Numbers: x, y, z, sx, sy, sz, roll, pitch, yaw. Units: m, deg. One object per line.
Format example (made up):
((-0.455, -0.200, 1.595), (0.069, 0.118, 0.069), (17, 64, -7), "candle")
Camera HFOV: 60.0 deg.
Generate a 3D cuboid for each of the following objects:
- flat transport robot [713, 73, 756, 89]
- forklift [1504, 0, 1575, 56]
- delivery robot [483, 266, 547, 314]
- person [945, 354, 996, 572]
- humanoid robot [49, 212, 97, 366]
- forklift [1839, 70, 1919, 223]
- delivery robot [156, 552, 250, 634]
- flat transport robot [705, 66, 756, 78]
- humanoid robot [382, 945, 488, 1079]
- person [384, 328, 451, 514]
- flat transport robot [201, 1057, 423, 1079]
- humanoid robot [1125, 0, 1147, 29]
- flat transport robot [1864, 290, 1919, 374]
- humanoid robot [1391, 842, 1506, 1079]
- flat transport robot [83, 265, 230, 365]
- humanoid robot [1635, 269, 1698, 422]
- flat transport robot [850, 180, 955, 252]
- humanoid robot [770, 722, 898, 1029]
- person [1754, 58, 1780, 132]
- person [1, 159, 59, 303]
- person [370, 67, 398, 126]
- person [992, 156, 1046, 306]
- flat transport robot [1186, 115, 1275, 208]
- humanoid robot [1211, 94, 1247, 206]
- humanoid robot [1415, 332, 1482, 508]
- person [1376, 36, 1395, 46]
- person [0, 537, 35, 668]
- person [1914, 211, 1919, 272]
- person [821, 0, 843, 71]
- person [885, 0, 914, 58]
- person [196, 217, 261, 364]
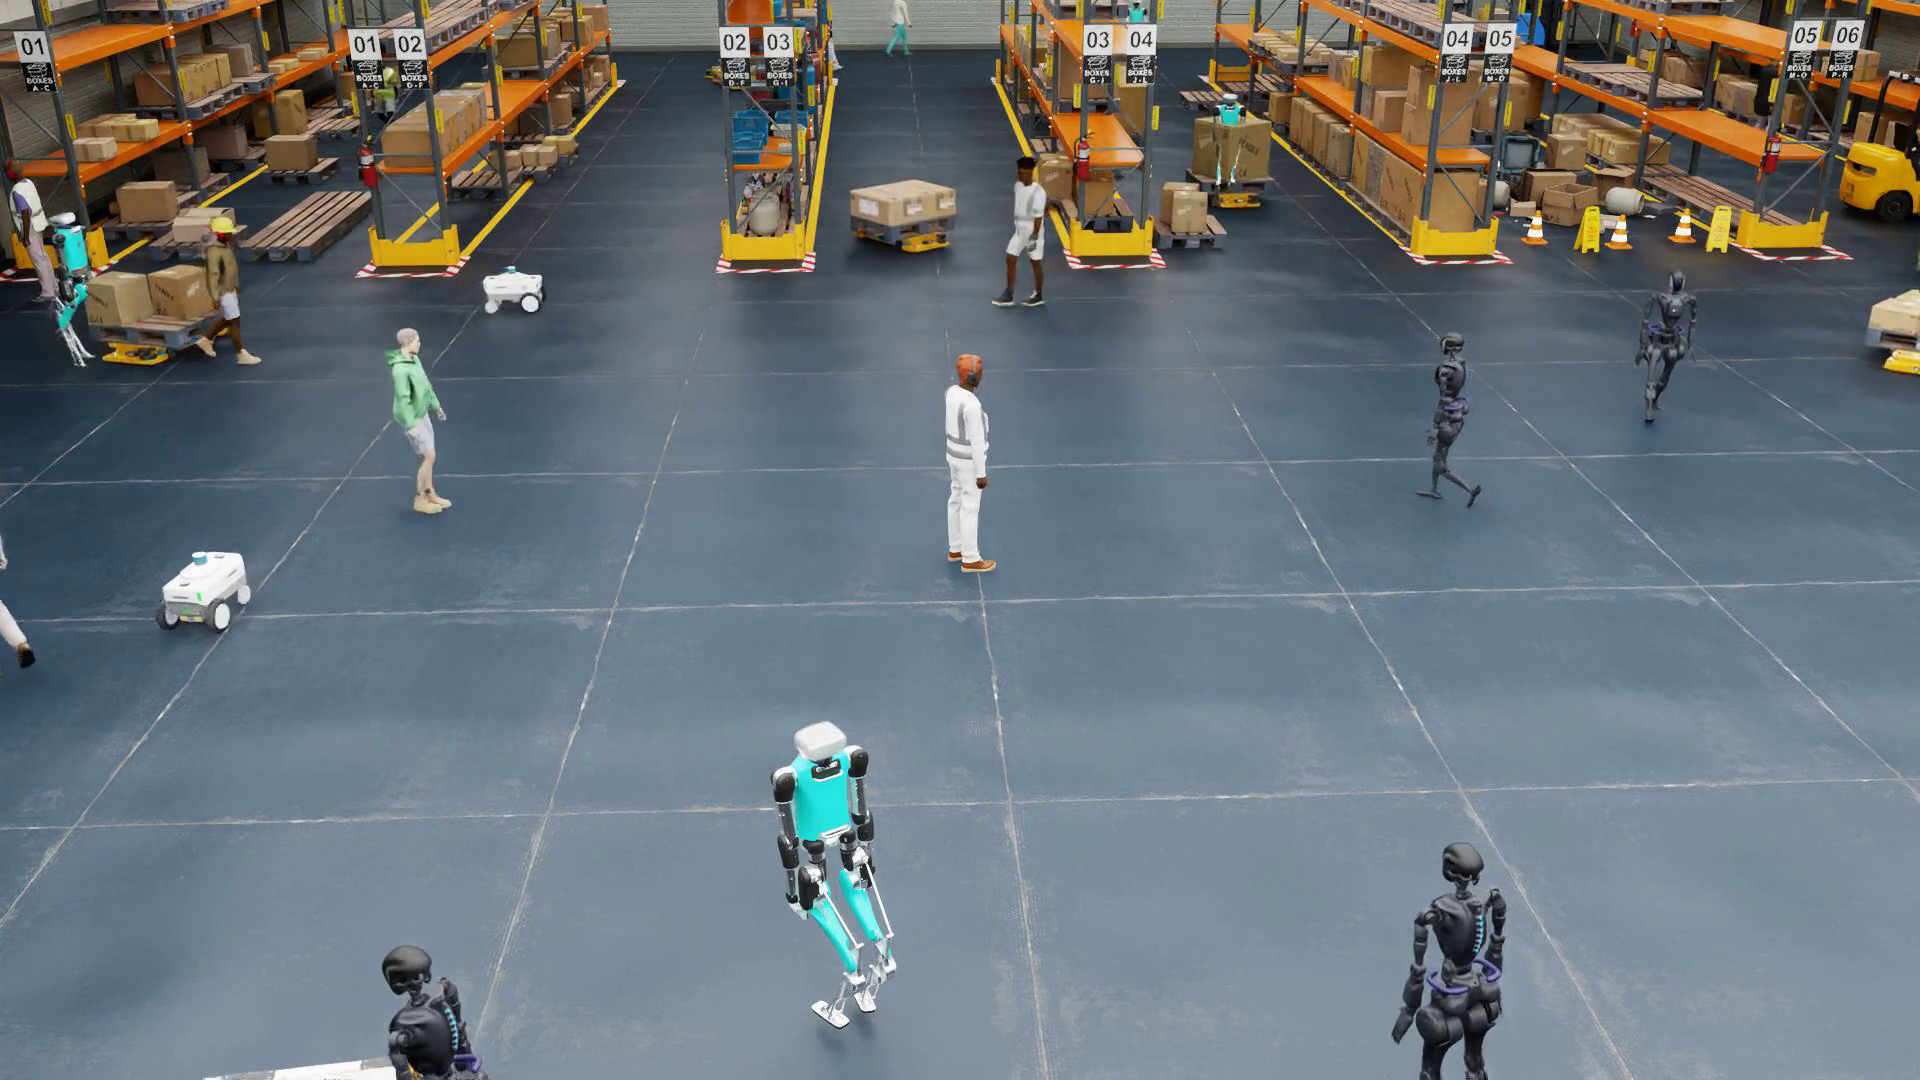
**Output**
((-5.131, -10.522, 38.115), (0.659, 0.231, 1.431), (-12, 27, -24), "flat transport robot")
((14.700, -13.805, 42.301), (1.873, 2.768, 1.129), (-1, 24, -2), "forklift")
((-5.707, -3.205, 21.320), (0.791, 0.592, 0.499), (-2, 24, -4), "delivery robot")
((0.070, -0.647, 13.941), (0.356, 1.884, 0.574), (-11, 26, -22), "person")
((-10.304, -2.864, 19.115), (0.685, 1.812, 0.535), (3, 24, 7), "humanoid robot")
((15.132, -6.143, 25.915), (2.313, 2.155, 1.214), (-1, 24, -2), "forklift")
((-6.009, 0.379, 13.258), (0.499, 0.585, 0.765), (3, 24, 6), "delivery robot")
((-5.280, -11.040, 39.280), (1.431, 0.231, 0.659), (-1, 24, -2), "flat transport robot")
((-2.186, 2.477, 7.179), (0.474, 1.635, 0.615), (3, 24, 7), "humanoid robot")
((-4.910, -1.074, 15.092), (0.431, 1.726, 0.497), (0, 24, 0), "person")
((-3.253, 2.861, 8.045), (1.431, 0.231, 0.659), (-4, 24, -9), "flat transport robot")
((4.152, -11.667, 38.897), (0.549, 1.770, 0.799), (-2, 24, -4), "humanoid robot")
((11.273, -2.200, 19.415), (0.659, 0.231, 1.431), (15, 28, 31), "flat transport robot")
((2.358, 2.178, 7.863), (0.617, 1.639, 0.397), (-12, 26, -24), "humanoid robot")
((-9.466, -2.390, 19.843), (0.659, 0.231, 1.431), (6, 25, 13), "flat transport robot")
((7.406, -2.047, 17.413), (0.600, 1.632, 0.805), (2, 24, 4), "humanoid robot")
((-0.861, -4.509, 24.604), (0.659, 0.231, 1.431), (-19, 30, -36), "flat transport robot")
((-0.576, 1.788, 8.491), (0.533, 1.673, 0.735), (-14, 28, -29), "humanoid robot")
((14.882, -8.041, 30.600), (0.479, 1.844, 0.563), (-4, 24, -9), "person")
((-12.014, -4.003, 21.533), (0.373, 1.838, 0.568), (-6, 25, -13), "person")
((-10.966, -8.460, 31.736), (0.537, 1.676, 0.622), (-1, 24, -2), "person")
((0.755, -3.898, 21.174), (0.818, 1.936, 0.639), (-15, 28, -31), "person")
((4.393, -5.673, 27.220), (0.659, 0.231, 1.431), (-3, 24, -7), "flat transport robot")
((4.264, -6.138, 26.520), (0.544, 1.845, 0.656), (4, 24, 10), "humanoid robot")
((4.567, -1.109, 15.250), (0.642, 1.629, 0.603), (14, 27, 28), "humanoid robot")
((10.835, -13.005, 41.881), (0.896, 1.753, 0.659), (0, 24, 1), "person")
((-7.253, 0.180, 12.113), (0.550, 1.868, 0.601), (11, 26, 23), "person")
((13.616, -4.571, 22.991), (0.859, 1.677, 0.482), (-13, 27, -27), "person")
((-3.254, -12.226, 40.046), (0.563, 1.806, 0.975), (-22, 32, -40), "person")
((-1.556, -13.105, 42.115), (0.812, 1.732, 0.519), (-10, 26, -21), "person")
((-8.526, -2.855, 19.092), (0.697, 1.729, 0.598), (-1, 24, -3), "person")
